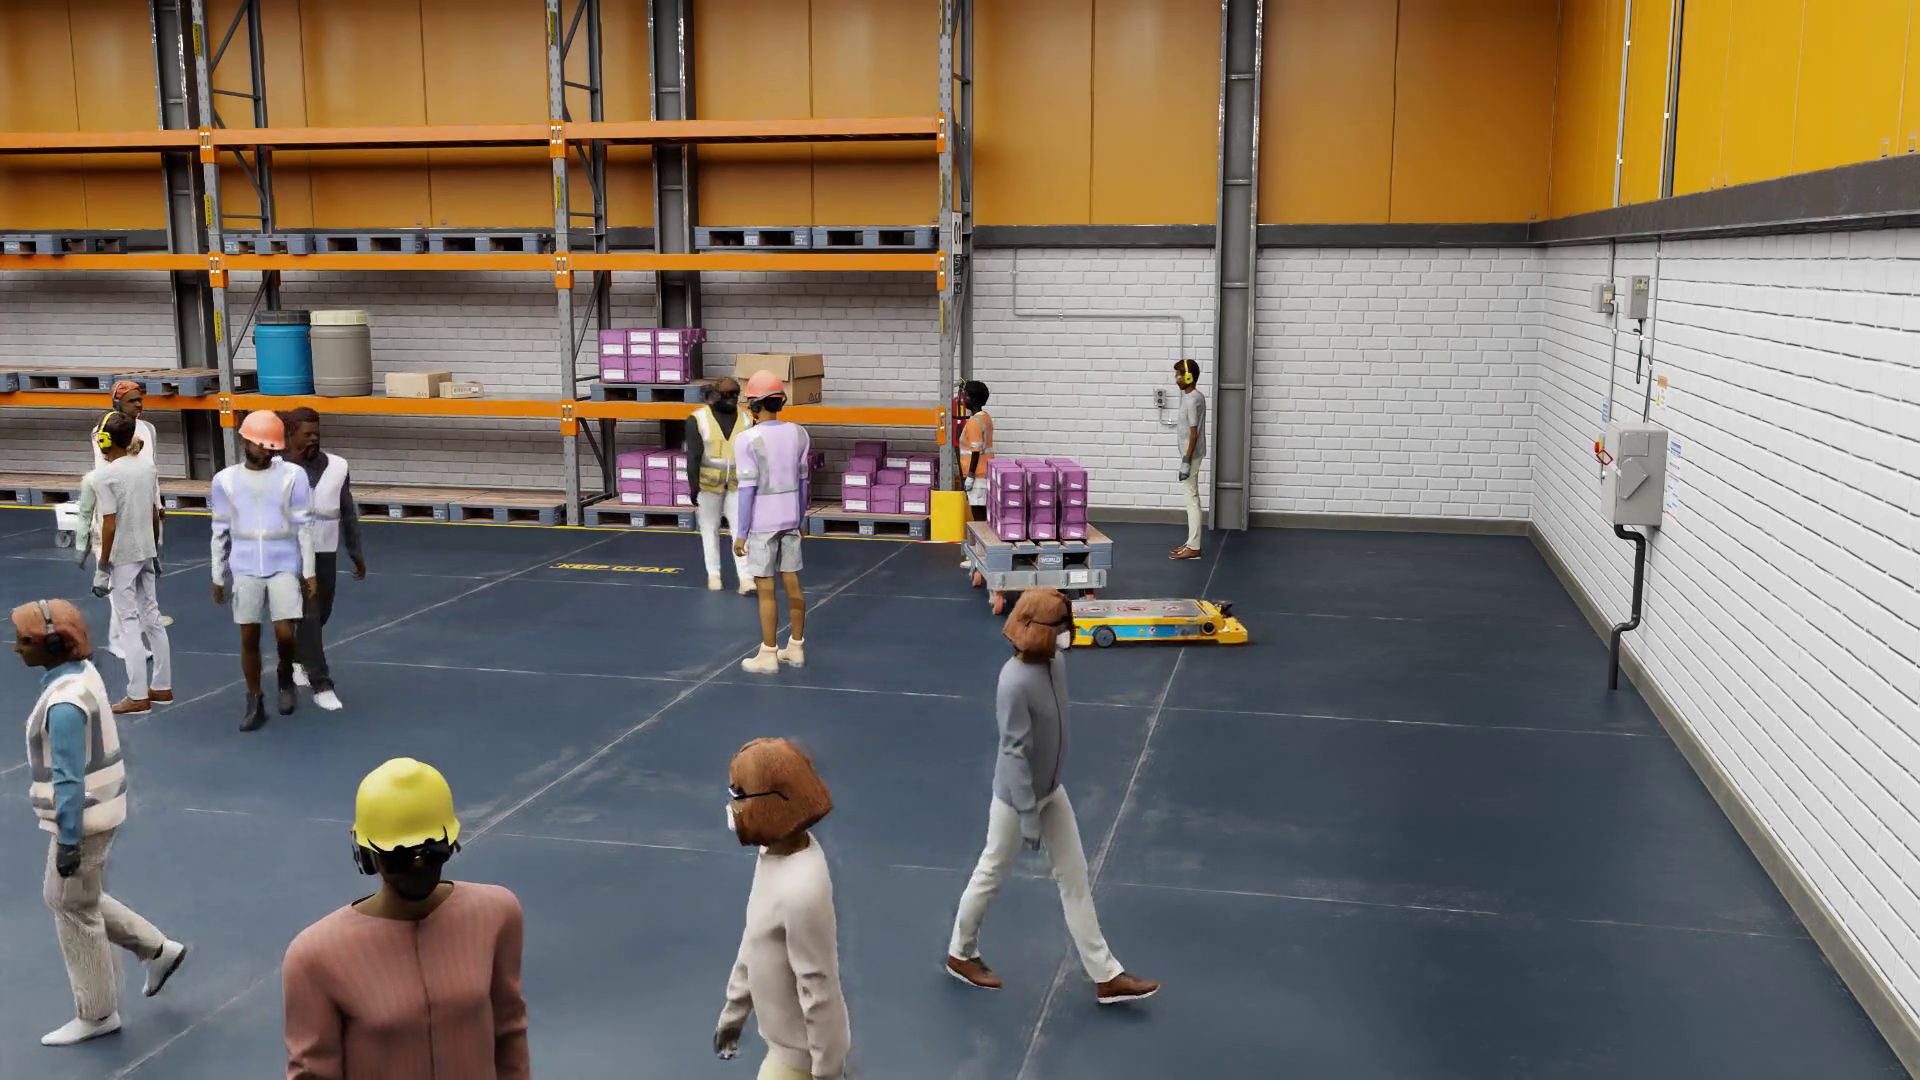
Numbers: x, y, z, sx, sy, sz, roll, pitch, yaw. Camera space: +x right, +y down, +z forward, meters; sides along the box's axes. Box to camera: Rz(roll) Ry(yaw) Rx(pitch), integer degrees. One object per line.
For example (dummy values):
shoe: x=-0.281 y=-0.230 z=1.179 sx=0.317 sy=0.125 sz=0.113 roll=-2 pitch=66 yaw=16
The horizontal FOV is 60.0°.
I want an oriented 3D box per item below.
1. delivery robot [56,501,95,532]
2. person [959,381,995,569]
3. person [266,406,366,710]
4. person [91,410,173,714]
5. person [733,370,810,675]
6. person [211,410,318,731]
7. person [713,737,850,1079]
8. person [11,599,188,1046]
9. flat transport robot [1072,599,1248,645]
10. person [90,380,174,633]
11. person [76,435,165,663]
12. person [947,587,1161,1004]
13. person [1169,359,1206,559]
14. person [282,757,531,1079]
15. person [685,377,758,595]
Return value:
delivery robot: x=-8.357 y=-0.249 z=16.097 sx=0.707 sy=0.478 sz=0.477 roll=2 pitch=10 yaw=10
person: x=0.155 y=-0.589 z=15.006 sx=0.320 sy=1.698 sz=0.531 roll=2 pitch=10 yaw=13
person: x=-4.147 y=0.081 z=10.541 sx=0.929 sy=1.880 sz=0.611 roll=9 pitch=13 yaw=42
person: x=-5.109 y=0.137 z=10.196 sx=0.327 sy=1.874 sz=0.521 roll=2 pitch=10 yaw=13
person: x=-1.285 y=-0.118 z=11.195 sx=0.390 sy=2.045 sz=0.607 roll=9 pitch=13 yaw=43
person: x=-4.116 y=0.179 z=9.835 sx=0.597 sy=1.907 sz=0.421 roll=-2 pitch=10 yaw=-13
person: x=-0.504 y=1.287 z=4.199 sx=0.796 sy=1.595 sz=0.506 roll=-1 pitch=10 yaw=-9
person: x=-3.071 y=0.987 z=5.877 sx=0.418 sy=1.619 sz=0.532 roll=-4 pitch=10 yaw=-23
flat transport robot: x=1.338 y=0.595 z=12.209 sx=1.431 sy=0.197 sz=0.652 roll=-1 pitch=10 yaw=-3
person: x=-6.193 y=-0.249 z=12.449 sx=0.356 sy=1.883 sz=0.573 roll=3 pitch=10 yaw=15
person: x=-5.702 y=0.070 z=11.392 sx=0.813 sy=1.593 sz=0.544 roll=7 pitch=12 yaw=34
person: x=0.304 y=0.954 z=6.184 sx=0.869 sy=1.580 sz=0.524 roll=5 pitch=11 yaw=29
person: x=2.121 y=-0.748 z=15.461 sx=0.327 sy=1.865 sz=0.521 roll=2 pitch=10 yaw=13
person: x=-1.142 y=1.313 z=3.545 sx=0.530 sy=1.767 sz=0.328 roll=-8 pitch=12 yaw=-39
person: x=-1.935 y=-0.428 z=13.735 sx=0.633 sy=1.797 sz=0.938 roll=-3 pitch=10 yaw=-20
